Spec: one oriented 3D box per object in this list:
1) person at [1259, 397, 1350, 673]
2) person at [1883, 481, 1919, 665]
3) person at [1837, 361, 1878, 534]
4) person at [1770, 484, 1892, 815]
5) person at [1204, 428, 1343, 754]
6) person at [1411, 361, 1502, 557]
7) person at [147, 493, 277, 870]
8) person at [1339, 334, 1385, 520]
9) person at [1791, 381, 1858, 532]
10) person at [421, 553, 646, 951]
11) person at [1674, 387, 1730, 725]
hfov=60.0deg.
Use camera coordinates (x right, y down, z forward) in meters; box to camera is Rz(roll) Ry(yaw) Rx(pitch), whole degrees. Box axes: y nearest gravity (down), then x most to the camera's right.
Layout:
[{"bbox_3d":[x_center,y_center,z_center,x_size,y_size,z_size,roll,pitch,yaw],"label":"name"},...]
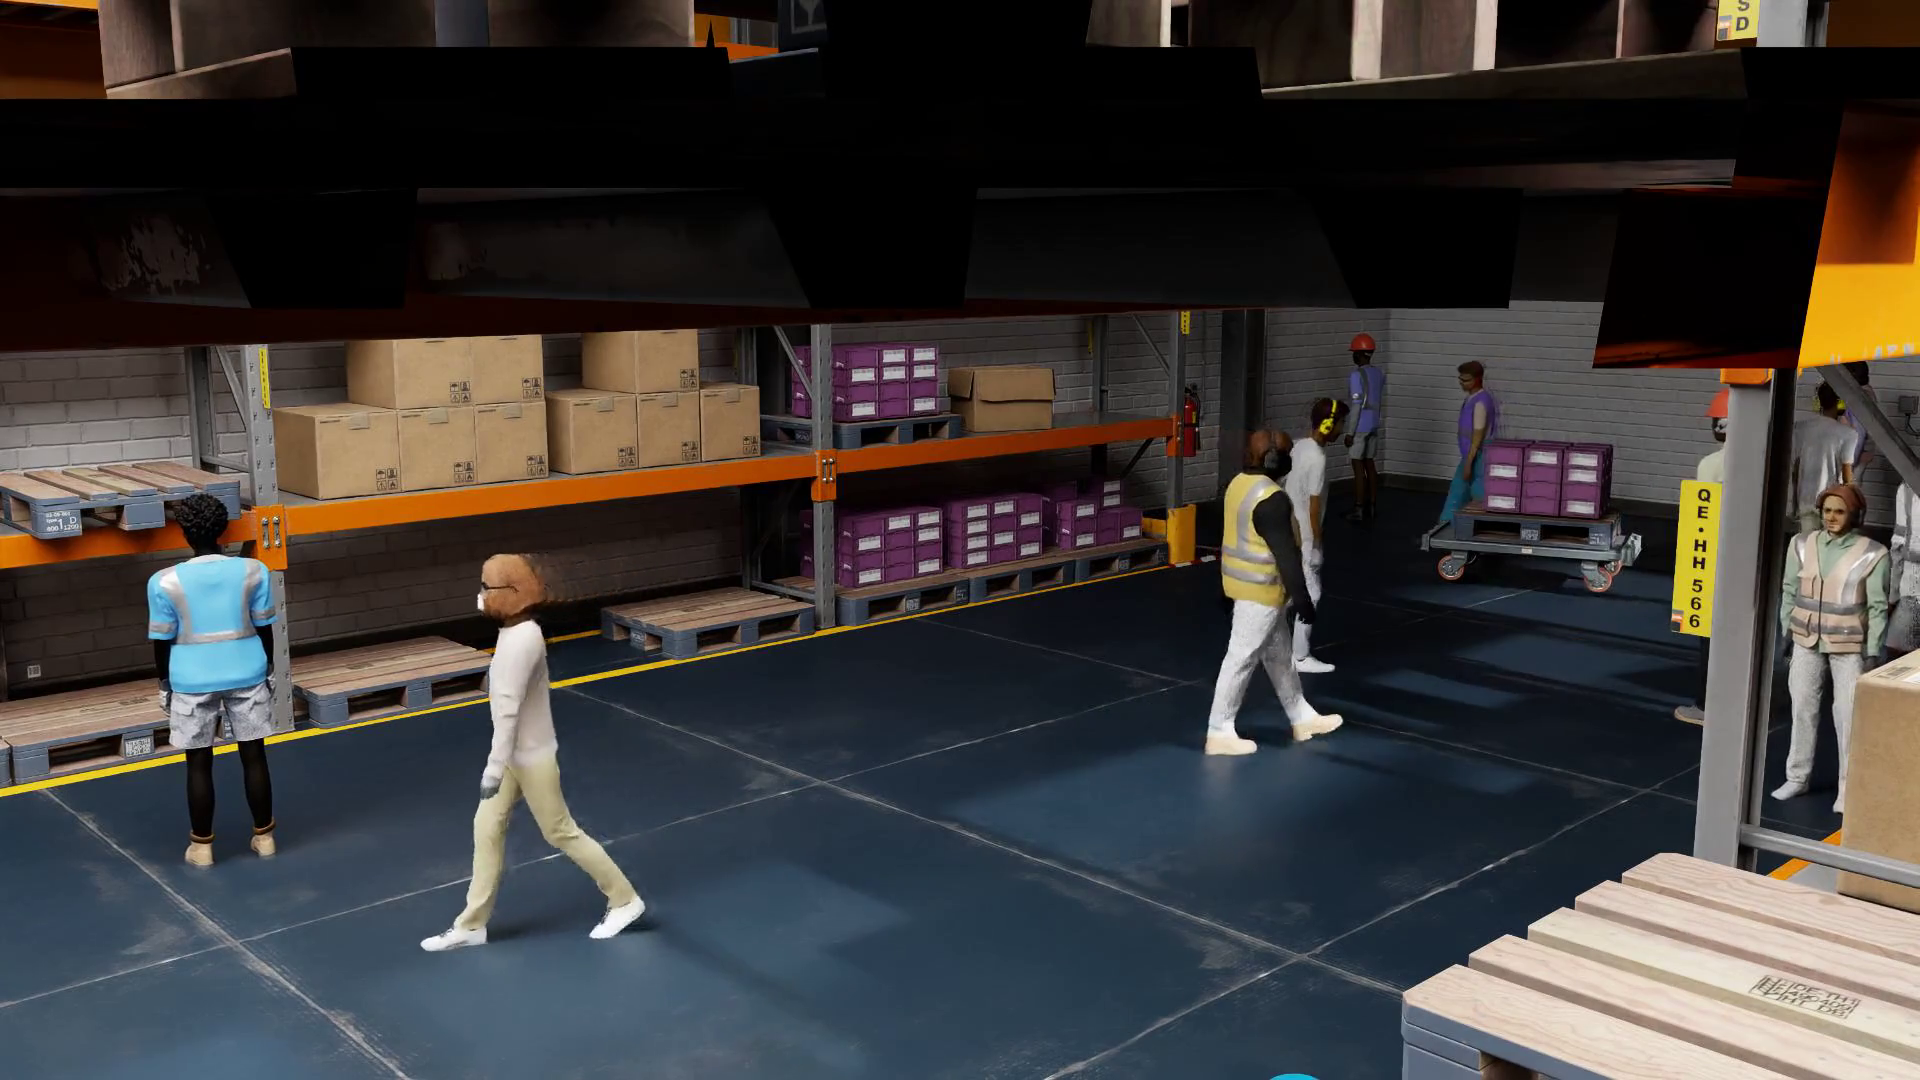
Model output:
[{"bbox_3d":[2.188,-0.018,10.824,0.593,1.836,0.582,-1,10,-4],"label":"person"},{"bbox_3d":[5.017,0.322,8.617,0.750,1.912,0.580,-7,12,-35],"label":"person"},{"bbox_3d":[7.956,-0.712,14.909,0.429,1.840,0.624,5,11,26],"label":"person"},{"bbox_3d":[4.315,0.528,8.241,0.314,1.633,0.520,-7,12,-35],"label":"person"},{"bbox_3d":[1.766,0.291,9.139,0.914,1.803,0.632,-1,10,-5],"label":"person"},{"bbox_3d":[4.569,-0.729,15.130,0.862,1.790,0.652,1,10,9],"label":"person"},{"bbox_3d":[-3.324,0.635,7.446,0.534,1.694,0.321,-6,12,-33],"label":"person"},{"bbox_3d":[4.168,-1.176,17.325,0.371,1.935,0.551,9,13,43],"label":"person"},{"bbox_3d":[6.357,-0.263,12.254,0.378,1.853,0.511,-6,11,-32],"label":"person"},{"bbox_3d":[-1.683,0.834,6.568,0.853,1.595,0.496,-4,10,-20],"label":"person"},{"bbox_3d":[4.477,0.102,9.726,0.609,1.984,0.409,-5,11,-27],"label":"person"}]
